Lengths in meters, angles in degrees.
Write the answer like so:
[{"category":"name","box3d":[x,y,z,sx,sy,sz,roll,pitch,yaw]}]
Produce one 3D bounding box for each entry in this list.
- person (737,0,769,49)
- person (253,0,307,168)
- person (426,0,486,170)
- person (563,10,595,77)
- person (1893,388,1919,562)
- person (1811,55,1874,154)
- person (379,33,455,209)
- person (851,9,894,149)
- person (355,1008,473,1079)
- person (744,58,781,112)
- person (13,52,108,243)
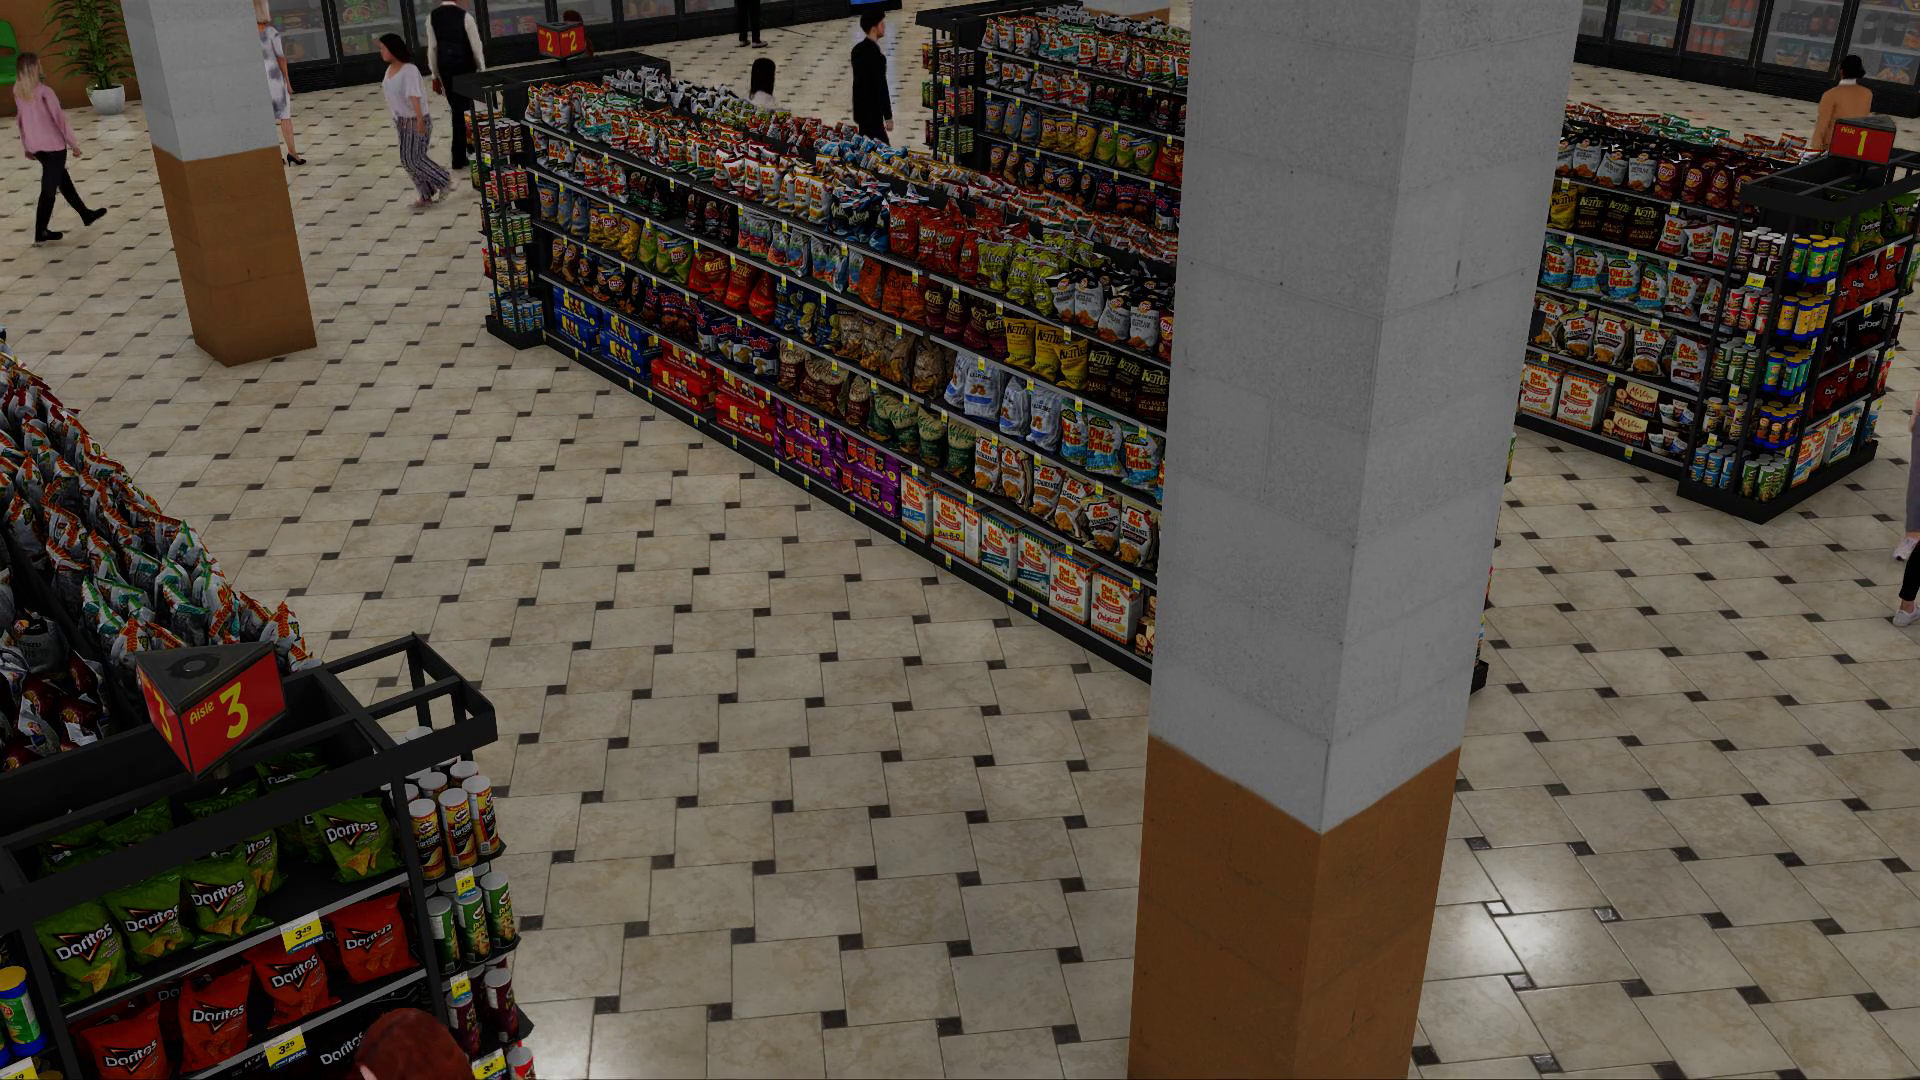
[{"category":"person","box3d":[-3.020,-7.828,23.596,0.666,1.612,0.784,16,31,29]},{"category":"person","box3d":[-7.267,-4.839,17.549,0.618,1.750,0.705,6,28,12]},{"category":"person","box3d":[-5.290,-4.832,17.386,1.171,1.883,1.181,5,27,9]},{"category":"person","box3d":[-3.752,-4.522,17.020,1.049,1.663,1.036,-1,27,-3]},{"category":"person","box3d":[5.684,-0.673,9.510,0.941,1.591,0.754,19,33,33]},{"category":"person","box3d":[7.731,-3.325,14.596,1.029,1.720,1.149,-1,27,-2]},{"category":"person","box3d":[-5.235,-4.055,16.105,0.683,1.657,0.783,22,34,37]},{"category":"person","box3d":[-0.943,-4.087,15.952,1.015,1.851,1.248,-11,29,-21]},{"category":"person","box3d":[-1.151,1.871,4.294,0.712,1.770,1.103,-23,35,-37]},{"category":"person","box3d":[-1.851,-3.509,15.094,0.757,1.598,0.974,-18,32,-31]},{"category":"person","box3d":[-8.323,-3.512,15.049,1.131,1.644,1.019,11,29,20]}]
